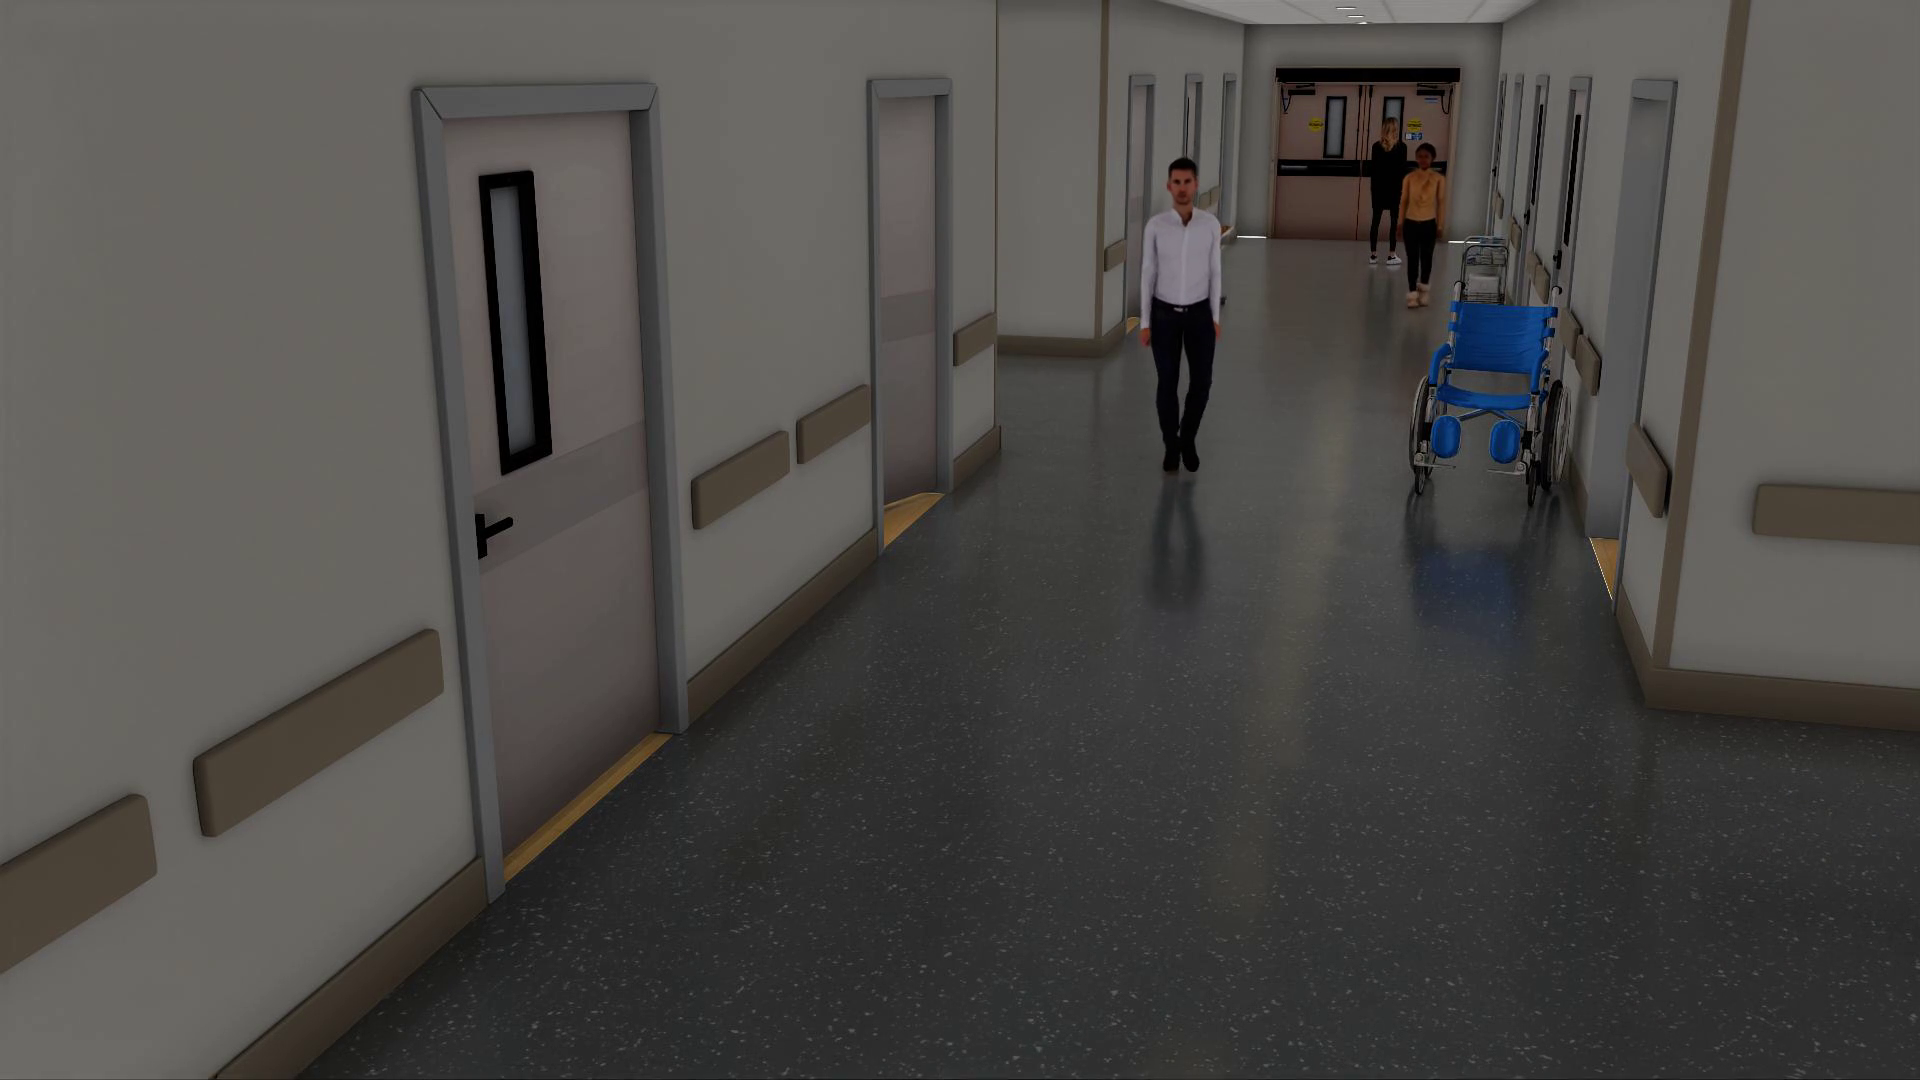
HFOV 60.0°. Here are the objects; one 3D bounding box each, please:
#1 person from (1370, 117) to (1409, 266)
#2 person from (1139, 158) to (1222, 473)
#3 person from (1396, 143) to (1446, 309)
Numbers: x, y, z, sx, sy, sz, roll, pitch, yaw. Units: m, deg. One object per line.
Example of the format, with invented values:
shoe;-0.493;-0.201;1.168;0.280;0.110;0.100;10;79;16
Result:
person;5.337;-4.361;20.777;0.660;1.802;0.612;9;18;30
person;1.332;-1.353;10.016;0.681;1.853;0.677;2;16;6
person;4.671;-3.181;16.874;0.608;1.649;0.598;5;17;18
